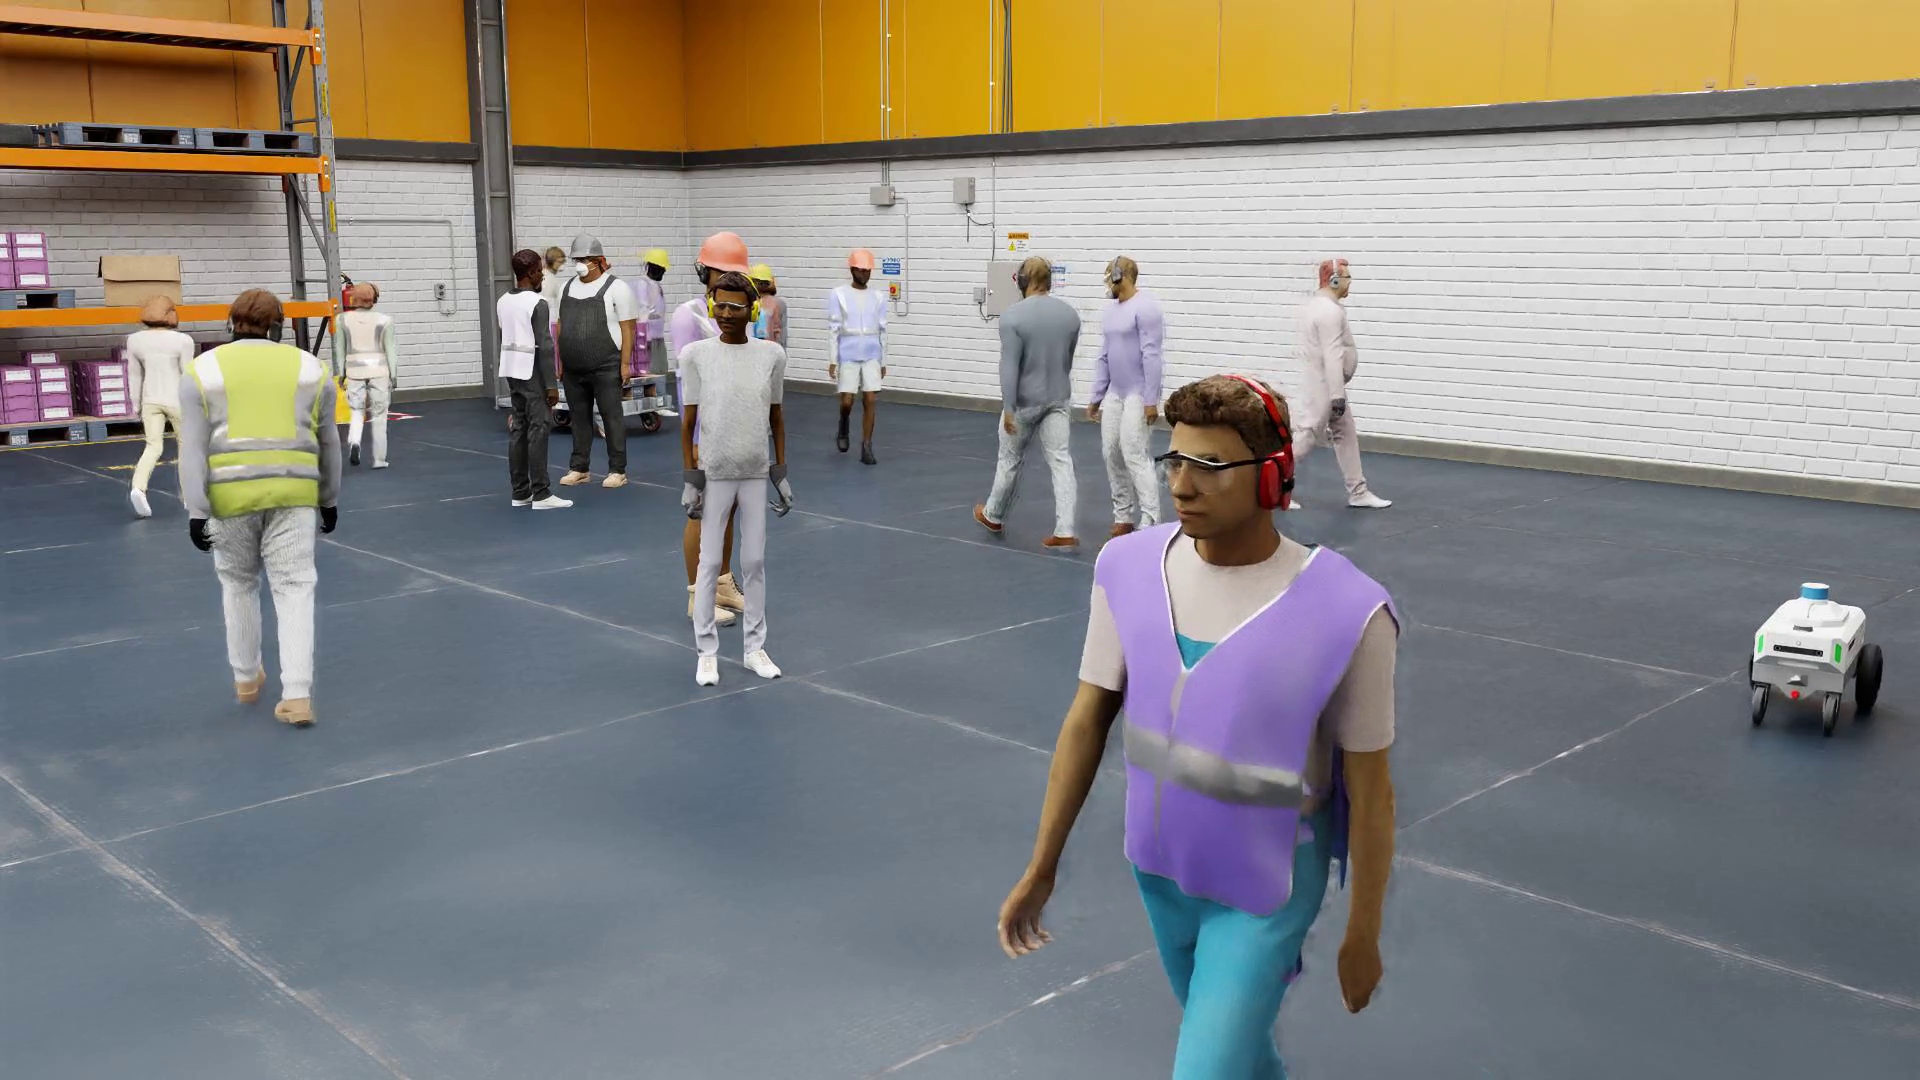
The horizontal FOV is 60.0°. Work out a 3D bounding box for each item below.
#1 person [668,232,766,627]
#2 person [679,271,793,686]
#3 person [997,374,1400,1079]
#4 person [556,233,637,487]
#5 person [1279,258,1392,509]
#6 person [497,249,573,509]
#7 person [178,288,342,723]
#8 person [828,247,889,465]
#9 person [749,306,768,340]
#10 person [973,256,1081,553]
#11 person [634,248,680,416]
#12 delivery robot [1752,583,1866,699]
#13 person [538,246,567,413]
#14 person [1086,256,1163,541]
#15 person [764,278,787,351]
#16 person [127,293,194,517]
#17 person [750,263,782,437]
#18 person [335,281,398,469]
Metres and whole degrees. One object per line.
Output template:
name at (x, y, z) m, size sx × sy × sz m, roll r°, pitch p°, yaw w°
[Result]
person at (-1.241, -0.578, 8.712) m, size 0.393 × 2.036 × 0.605 m, roll 5°, pitch 12°, yaw 25°
person at (-1.007, -0.277, 7.546) m, size 0.520 × 1.863 × 0.335 m, roll -4°, pitch 11°, yaw -22°
person at (0.422, 0.613, 2.883) m, size 0.992 × 1.794 × 0.589 m, roll -10°, pitch 14°, yaw -42°
person at (-2.973, -1.436, 13.373) m, size 0.690 × 2.000 × 0.538 m, roll 4°, pitch 11°, yaw 18°
person at (2.693, -1.137, 12.255) m, size 0.973 × 1.864 × 0.654 m, roll 1°, pitch 10°, yaw 8°
person at (-3.195, -1.184, 12.336) m, size 0.593 × 1.920 × 0.391 m, roll 9°, pitch 14°, yaw 41°
person at (-2.949, -0.153, 7.049) m, size 0.650 × 1.792 × 0.900 m, roll -5°, pitch 12°, yaw -27°
person at (-0.912, -1.642, 14.823) m, size 0.569 × 1.923 × 0.590 m, roll -3°, pitch 11°, yaw -16°
person at (-2.085, -1.690, 15.779) m, size 0.541 × 1.667 × 0.425 m, roll -2°, pitch 11°, yaw -10°
person at (0.469, -0.892, 10.834) m, size 0.626 × 1.875 × 1.055 m, roll -5°, pitch 12°, yaw -27°
person at (-3.482, -2.287, 18.460) m, size 0.634 × 1.881 × 0.604 m, roll 2°, pitch 11°, yaw 12°
delivery robot at (3.592, 0.425, 7.023) m, size 0.477 × 0.478 × 0.707 m, roll 7°, pitch 12°, yaw 34°
person at (-4.552, -2.361, 18.821) m, size 0.739 × 1.894 × 0.704 m, roll -1°, pitch 10°, yaw -7°
person at (1.121, -0.925, 11.014) m, size 0.421 × 1.891 × 0.667 m, roll -5°, pitch 11°, yaw -24°
person at (-2.135, -2.123, 18.279) m, size 0.551 × 1.605 × 0.550 m, roll -4°, pitch 11°, yaw -22°
person at (-5.782, -0.973, 12.037) m, size 0.504 × 1.610 × 0.735 m, roll 0°, pitch 10°, yaw 1°
person at (-2.084, -1.937, 16.907) m, size 0.533 × 1.740 × 0.677 m, roll -5°, pitch 11°, yaw -24°
person at (-5.097, -1.403, 14.302) m, size 0.528 × 1.632 × 0.433 m, roll -1°, pitch 10°, yaw -6°
